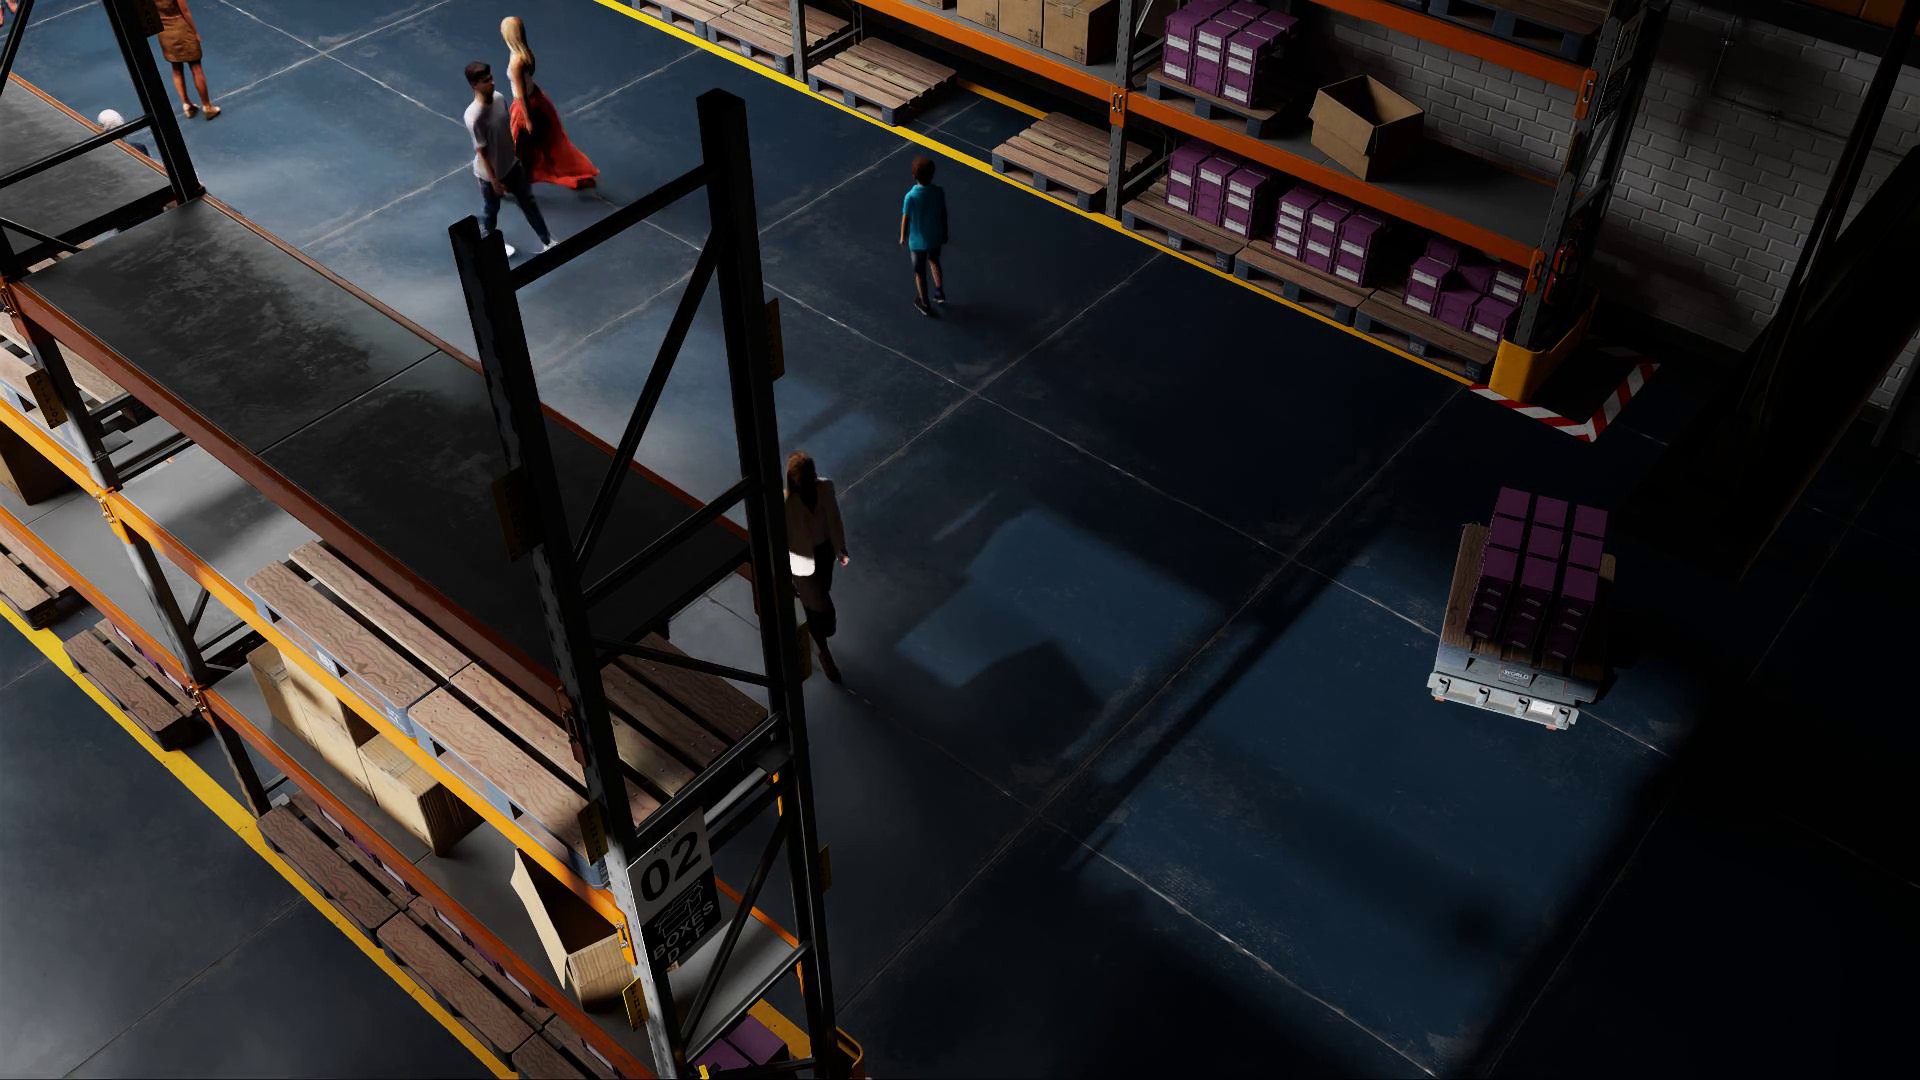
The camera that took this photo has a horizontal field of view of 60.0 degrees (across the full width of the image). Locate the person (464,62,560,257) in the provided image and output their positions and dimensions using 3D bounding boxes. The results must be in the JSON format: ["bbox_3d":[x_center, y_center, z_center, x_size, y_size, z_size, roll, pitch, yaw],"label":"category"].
[{"bbox_3d":[-4.065,-3.248,14.328,1.154,1.858,0.893,16,46,17],"label":"person"}]

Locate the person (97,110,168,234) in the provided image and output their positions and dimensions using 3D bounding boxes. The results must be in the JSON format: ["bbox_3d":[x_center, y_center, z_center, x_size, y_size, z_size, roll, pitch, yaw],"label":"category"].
[{"bbox_3d":[-6.868,-2.688,13.814,0.816,1.765,0.900,-30,51,-28],"label":"person"}]

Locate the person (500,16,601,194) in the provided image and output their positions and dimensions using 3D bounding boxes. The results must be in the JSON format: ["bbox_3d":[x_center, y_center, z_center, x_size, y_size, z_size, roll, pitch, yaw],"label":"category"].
[{"bbox_3d":[-3.781,-3.872,15.058,1.334,1.752,1.145,2,44,2],"label":"person"}]

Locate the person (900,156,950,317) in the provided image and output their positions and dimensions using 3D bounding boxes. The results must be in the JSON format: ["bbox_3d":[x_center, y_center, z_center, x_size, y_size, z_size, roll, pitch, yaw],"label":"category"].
[{"bbox_3d":[-0.254,-2.493,13.837,0.604,1.440,0.623,-21,47,-21],"label":"person"}]

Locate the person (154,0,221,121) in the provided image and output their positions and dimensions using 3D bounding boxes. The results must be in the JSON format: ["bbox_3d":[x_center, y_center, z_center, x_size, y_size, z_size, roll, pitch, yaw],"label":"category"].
[{"bbox_3d":[-7.630,-4.922,16.211,0.597,1.683,0.699,7,44,7],"label":"person"}]

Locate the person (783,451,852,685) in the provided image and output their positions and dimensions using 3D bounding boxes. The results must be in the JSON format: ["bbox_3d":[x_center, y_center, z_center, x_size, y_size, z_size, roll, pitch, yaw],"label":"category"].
[{"bbox_3d":[-1.011,0.095,10.836,0.723,1.833,1.087,-32,52,-29],"label":"person"}]
